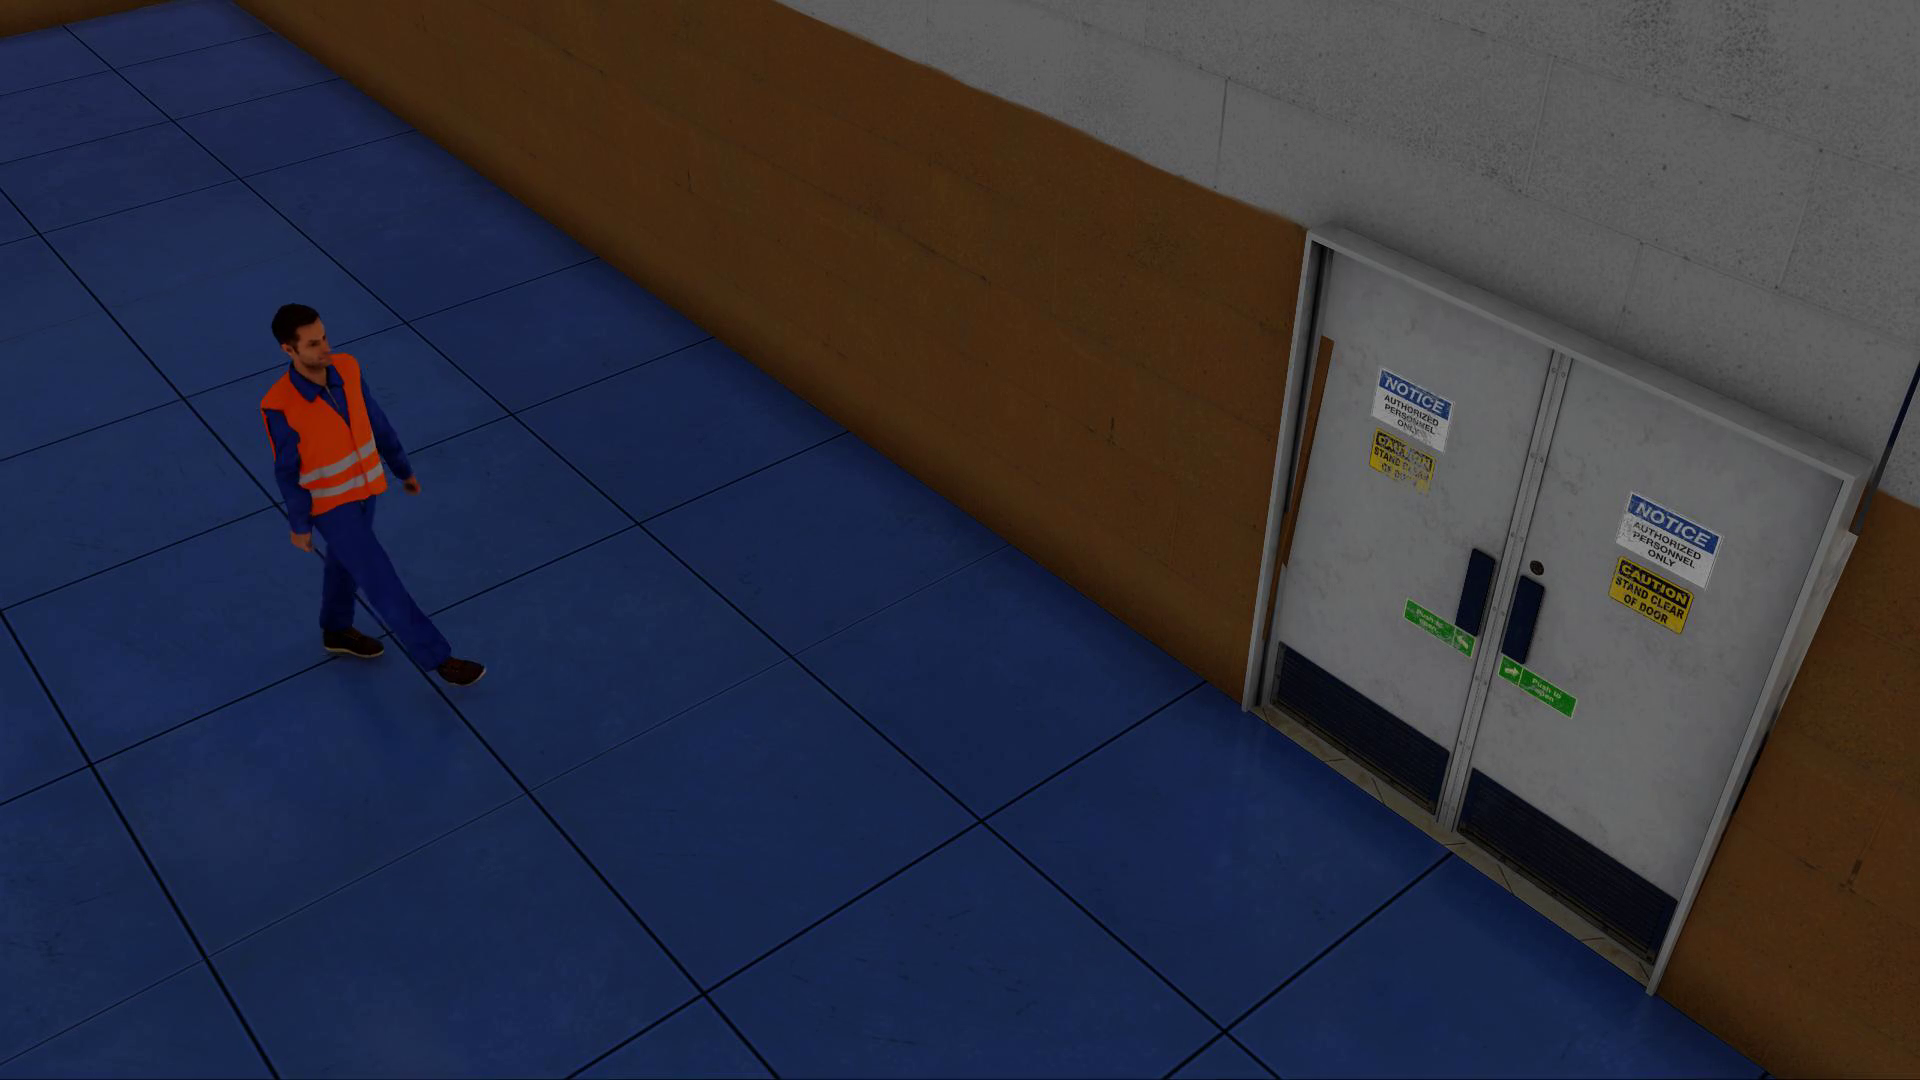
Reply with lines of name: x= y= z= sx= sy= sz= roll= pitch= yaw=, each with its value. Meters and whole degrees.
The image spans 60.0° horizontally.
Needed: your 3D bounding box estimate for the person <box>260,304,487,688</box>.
person: x=-2.656 y=-0.174 z=6.989 sx=1.146 sy=1.820 sz=1.219 roll=12 pitch=38 yaw=15
